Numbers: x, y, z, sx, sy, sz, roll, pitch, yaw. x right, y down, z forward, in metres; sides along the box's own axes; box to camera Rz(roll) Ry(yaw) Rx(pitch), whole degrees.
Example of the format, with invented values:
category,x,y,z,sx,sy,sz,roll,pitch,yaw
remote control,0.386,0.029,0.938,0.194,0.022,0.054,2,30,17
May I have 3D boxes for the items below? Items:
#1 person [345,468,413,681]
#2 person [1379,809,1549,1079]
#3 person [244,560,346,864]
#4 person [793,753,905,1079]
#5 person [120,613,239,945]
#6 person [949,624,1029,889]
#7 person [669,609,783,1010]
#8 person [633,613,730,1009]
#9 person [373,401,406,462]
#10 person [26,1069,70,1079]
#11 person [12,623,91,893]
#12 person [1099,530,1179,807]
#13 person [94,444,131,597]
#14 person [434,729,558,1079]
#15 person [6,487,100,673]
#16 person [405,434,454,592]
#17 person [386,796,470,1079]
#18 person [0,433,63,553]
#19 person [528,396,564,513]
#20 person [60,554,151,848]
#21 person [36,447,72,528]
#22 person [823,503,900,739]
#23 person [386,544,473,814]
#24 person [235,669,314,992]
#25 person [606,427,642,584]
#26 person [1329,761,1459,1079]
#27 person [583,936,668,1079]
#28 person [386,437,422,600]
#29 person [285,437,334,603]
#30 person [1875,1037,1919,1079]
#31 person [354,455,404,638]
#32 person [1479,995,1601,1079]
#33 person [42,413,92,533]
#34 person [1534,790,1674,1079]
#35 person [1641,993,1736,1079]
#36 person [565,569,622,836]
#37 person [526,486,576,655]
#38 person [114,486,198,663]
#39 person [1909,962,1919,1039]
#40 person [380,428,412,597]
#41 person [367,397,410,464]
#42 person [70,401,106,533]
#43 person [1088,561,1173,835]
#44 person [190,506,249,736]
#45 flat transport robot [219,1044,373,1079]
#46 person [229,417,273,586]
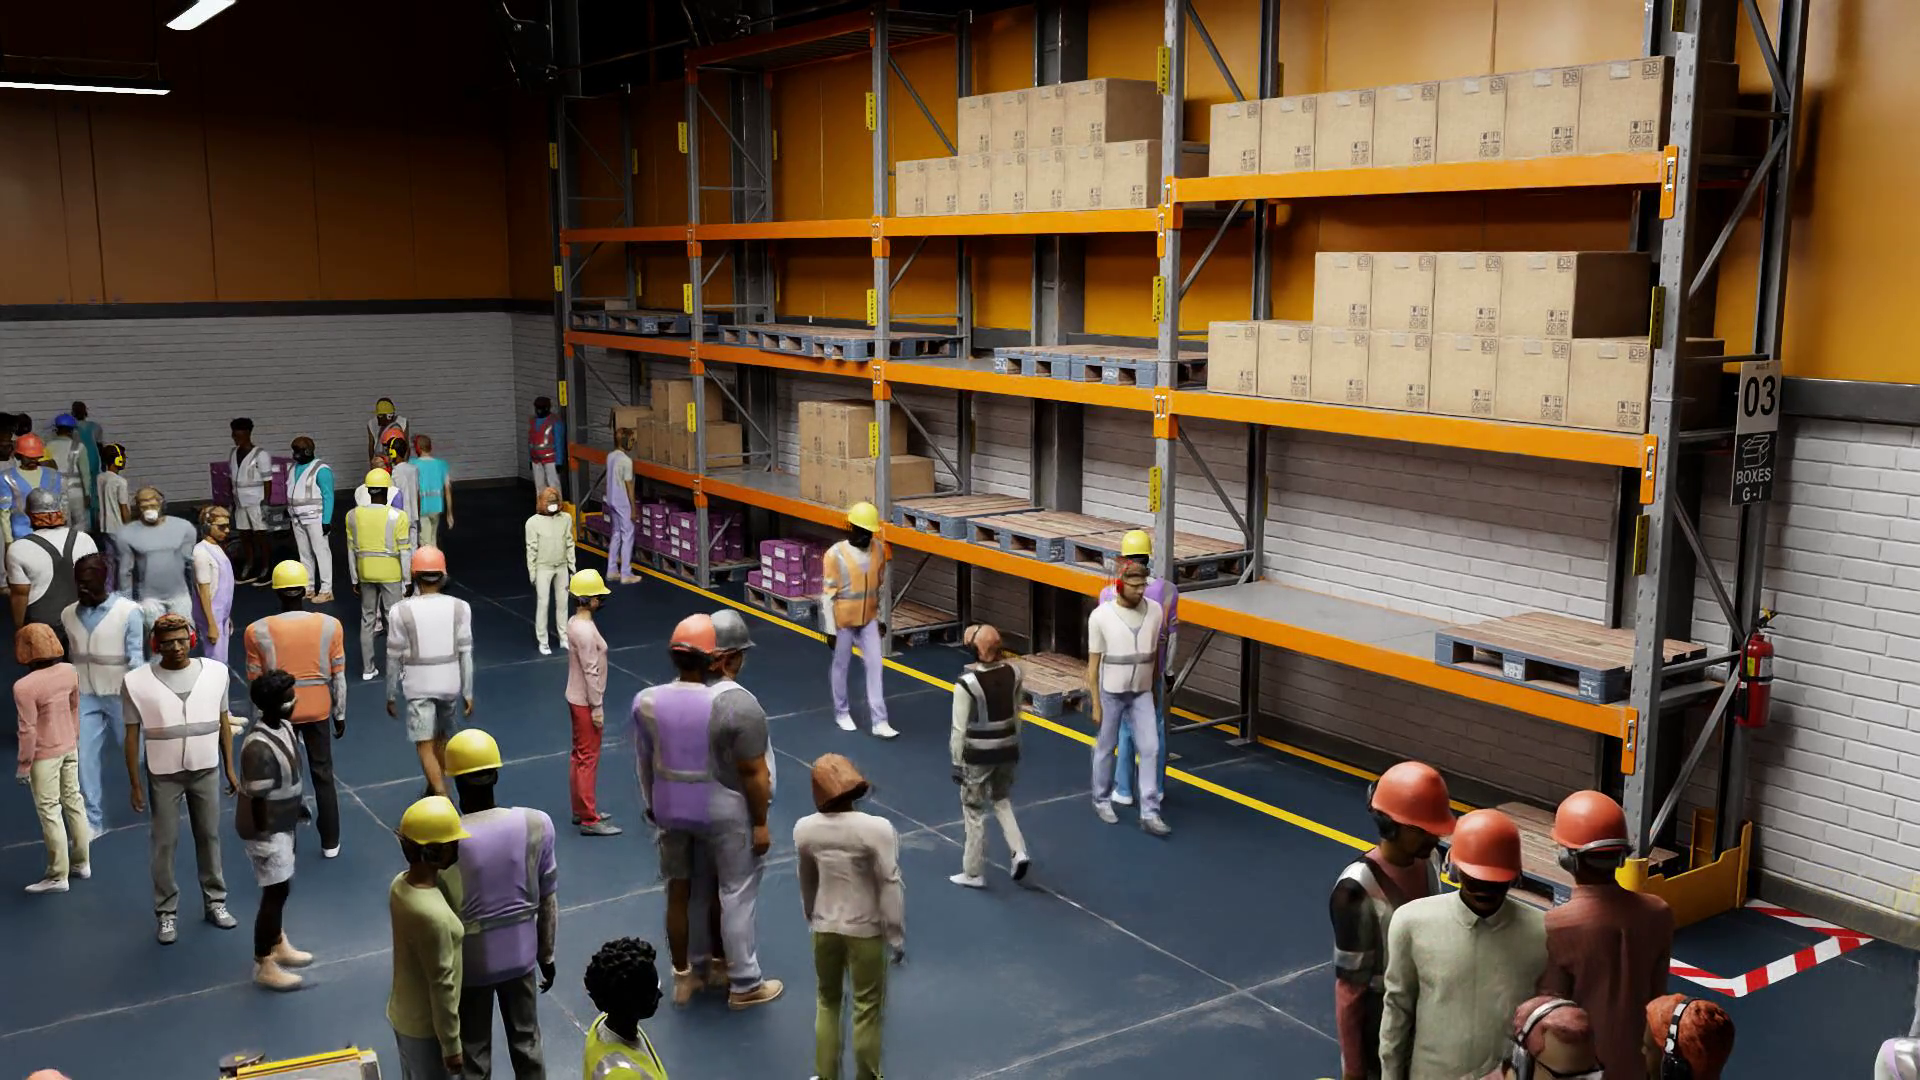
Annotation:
category,x,y,z,sx,sy,sz,roll,pitch,yaw
person,-5.201,0.314,14.953,0.584,1.918,0.408,1,10,5
person,1.738,1.862,5.659,0.616,1.986,0.407,2,10,13
person,-4.164,1.078,10.466,0.581,1.919,0.397,-6,11,-31
person,-0.439,1.753,7.401,0.643,1.609,0.325,5,11,26
person,-4.356,1.307,9.316,0.570,1.845,0.384,-8,13,-39
person,0.182,1.306,9.952,0.551,1.629,0.410,-7,12,-36
person,-1.188,1.347,8.509,0.688,2.000,0.536,8,12,38
person,-1.346,1.369,8.463,0.643,2.021,0.545,1,10,6
person,-7.893,-1.019,23.043,0.403,1.824,0.593,-7,12,-36
person,-2.348,2.218,4.334,0.580,1.725,0.782,0,10,-2
person,-5.471,1.297,9.988,0.282,1.636,0.500,1,10,7
person,1.220,0.888,11.548,0.593,1.921,0.376,-3,10,-19
person,-8.800,-0.073,17.381,0.512,1.862,0.329,6,11,31
person,-1.919,1.707,6.752,0.585,1.921,0.373,-7,12,-35
person,-7.079,0.592,12.941,0.538,2.000,0.681,6,11,32
person,-6.080,-0.323,19.014,0.932,1.801,0.565,8,13,41
person,-2.024,1.847,6.412,0.341,1.761,0.527,-6,11,-31
person,-9.354,-0.066,16.822,0.382,2.037,0.606,8,12,38
person,-5.920,-1.138,23.726,0.620,1.835,0.432,6,11,31
person,-5.608,1.014,11.010,0.588,1.861,0.871,1,10,6
person,-10.011,-0.163,18.279,0.498,1.734,0.338,2,10,10
person,-0.770,0.640,13.099,0.625,1.877,0.890,-7,12,-35
person,-3.485,0.986,11.055,0.557,1.898,0.935,-6,12,-33
person,-3.597,1.487,8.711,0.324,1.686,0.613,-2,10,-9
person,-3.933,-0.398,19.368,0.338,1.834,0.521,-8,13,-41
person,1.585,1.775,6.039,0.411,2.033,0.613,9,13,44
person,-1.047,2.071,5.271,0.316,1.696,0.540,-3,10,-17
person,-6.055,-0.192,18.079,0.328,1.862,0.510,4,11,24
person,-7.171,-0.223,18.313,0.633,1.841,0.429,5,11,29
person,3.120,2.106,5.232,0.520,1.640,0.307,4,10,20
person,-5.737,0.078,16.528,0.570,1.843,0.373,4,10,21
person,1.539,2.109,4.486,0.681,1.883,0.480,-3,10,-19
person,-10.816,-0.575,20.133,0.638,1.922,0.558,1,10,3
person,2.155,1.840,5.759,0.621,1.990,0.396,-4,10,-22
person,1.930,2.120,4.460,0.575,1.880,0.358,-6,11,-31
person,-2.441,1.064,10.980,0.310,1.769,0.522,-4,10,-22
person,-3.912,0.287,15.957,0.502,1.625,0.289,-9,13,-42
person,-6.643,0.496,13.857,0.649,1.918,0.506,-5,11,-29
person,3.419,1.976,5.781,0.661,1.728,0.492,-1,10,-4
person,-6.210,-0.263,18.300,0.544,1.929,0.388,8,12,38
person,-8.071,-1.109,23.556,0.568,1.831,0.412,-2,10,-10
person,-12.077,-1.000,22.900,0.557,1.828,0.421,-9,13,-42
person,1.133,1.046,10.931,0.612,1.805,0.837,-4,11,-23
person,-5.923,0.640,13.255,0.343,1.840,0.507,-2,10,-12
flat transport robot,-2.753,2.492,6.980,0.652,0.197,1.431,-4,11,-23
person,-8.229,-0.448,19.263,0.613,1.963,0.362,5,11,25
